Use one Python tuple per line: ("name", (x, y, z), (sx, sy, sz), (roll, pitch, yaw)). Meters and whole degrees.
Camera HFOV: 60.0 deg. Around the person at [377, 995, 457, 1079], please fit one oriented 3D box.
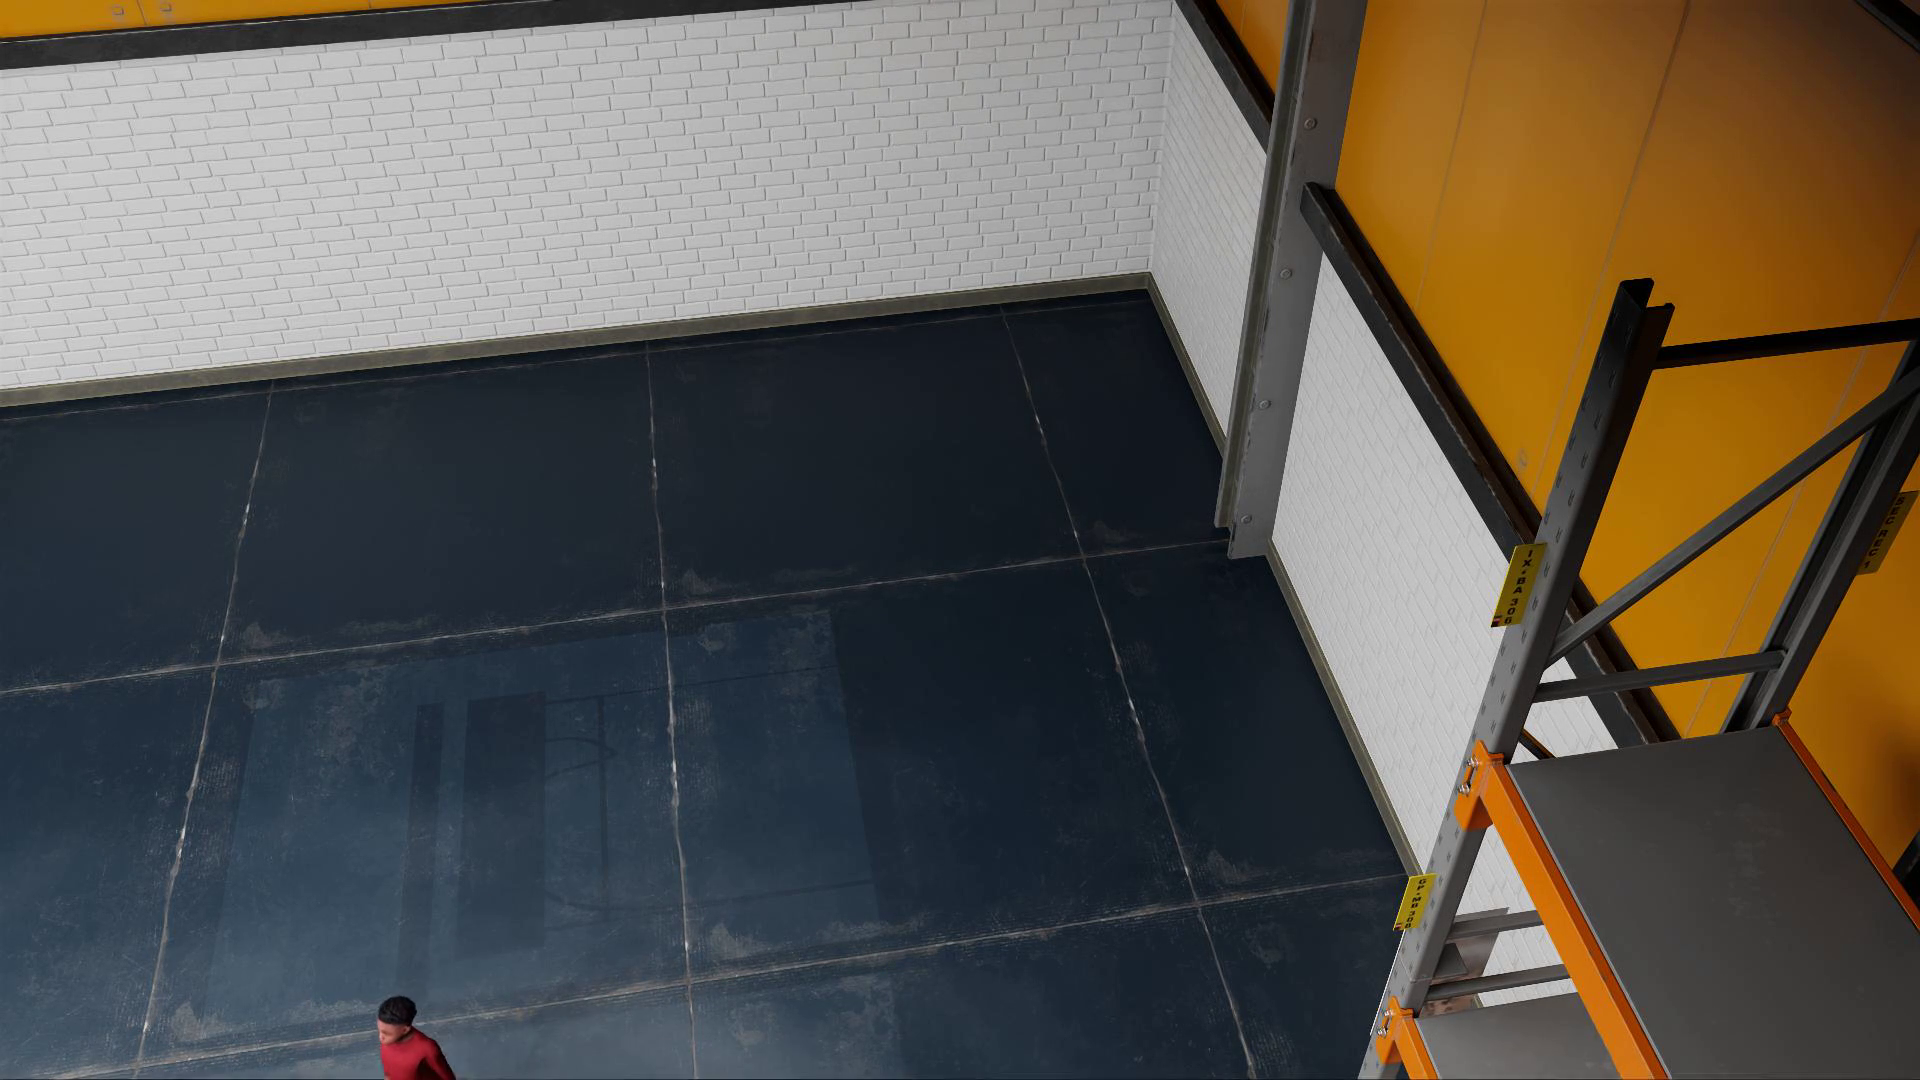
("person", (-2.689, 2.652, 8.434), (0.783, 1.235, 0.868), (20, 47, 20))
